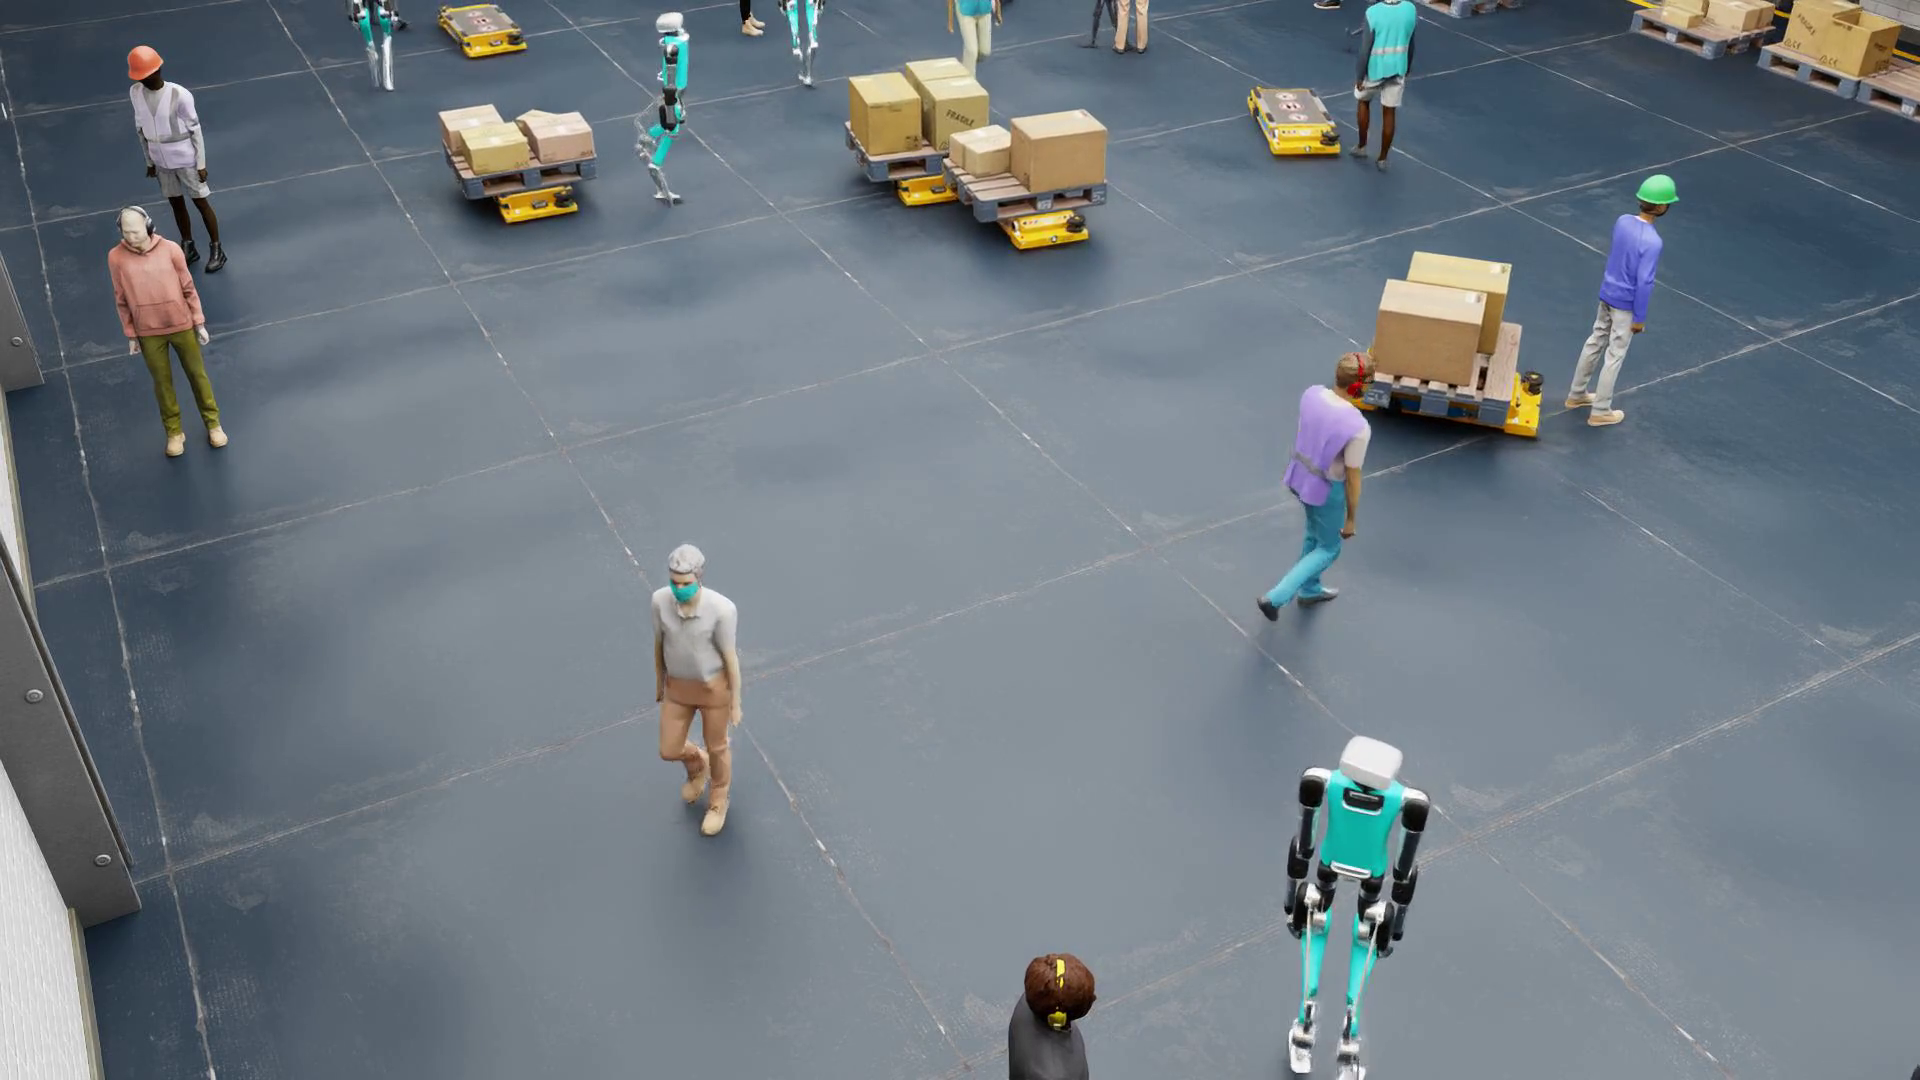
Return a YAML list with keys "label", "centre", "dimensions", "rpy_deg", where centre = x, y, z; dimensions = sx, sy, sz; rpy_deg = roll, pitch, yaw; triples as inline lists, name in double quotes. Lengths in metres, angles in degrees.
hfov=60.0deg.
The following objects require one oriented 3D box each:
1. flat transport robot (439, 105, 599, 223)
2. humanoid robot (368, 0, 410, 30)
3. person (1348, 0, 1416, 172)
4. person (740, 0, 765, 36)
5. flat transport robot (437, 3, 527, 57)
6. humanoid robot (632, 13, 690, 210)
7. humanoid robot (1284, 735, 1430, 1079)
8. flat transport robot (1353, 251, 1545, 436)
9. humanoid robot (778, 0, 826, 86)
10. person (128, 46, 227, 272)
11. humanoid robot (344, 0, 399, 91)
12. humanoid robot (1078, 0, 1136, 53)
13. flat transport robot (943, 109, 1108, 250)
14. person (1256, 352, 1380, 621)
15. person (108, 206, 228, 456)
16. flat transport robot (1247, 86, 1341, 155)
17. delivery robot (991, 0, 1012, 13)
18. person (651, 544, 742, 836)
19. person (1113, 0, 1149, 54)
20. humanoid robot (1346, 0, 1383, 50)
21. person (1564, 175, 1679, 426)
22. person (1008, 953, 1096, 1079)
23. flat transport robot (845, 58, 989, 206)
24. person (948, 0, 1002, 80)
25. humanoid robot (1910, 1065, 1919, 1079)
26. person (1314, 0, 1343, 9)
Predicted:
- label: "flat transport robot"
  centre: [-4.060, -3.338, 15.482]
  dimensions: [0.659, 0.231, 1.431]
  rpy_deg: [-15, 38, -20]
- label: "humanoid robot"
  centre: [-6.750, -6.668, 19.059]
  dimensions: [0.701, 1.649, 0.611]
  rpy_deg: [5, 35, 7]
- label: "person"
  centre: [3.981, -4.469, 15.668]
  dimensions: [0.588, 1.912, 0.695]
  rpy_deg: [-1, 35, -2]
- label: "person"
  centre: [-2.408, -6.631, 18.934]
  dimensions: [0.317, 1.698, 0.539]
  rpy_deg: [0, 35, 0]
- label: "flat transport robot"
  centre: [-5.505, -5.869, 19.095]
  dimensions: [0.659, 0.231, 1.431]
  rpy_deg: [-17, 39, -23]
- label: "humanoid robot"
  centre: [-2.726, -3.773, 14.900]
  dimensions: [0.754, 1.868, 0.533]
  rpy_deg: [1, 35, 2]
- label: "humanoid robot"
  centre: [1.579, 1.692, 6.983]
  dimensions: [0.543, 1.740, 0.750]
  rpy_deg: [12, 37, 16]
- label: "flat transport robot"
  centre: [3.549, -1.111, 12.302]
  dimensions: [1.431, 0.231, 0.659]
  rpy_deg: [11, 37, 15]
- label: "humanoid robot"
  centre: [-1.675, -5.587, 17.415]
  dimensions: [0.530, 1.778, 0.811]
  rpy_deg: [0, 35, 0]
- label: "person"
  centre: [-6.501, -3.140, 13.756]
  dimensions: [0.542, 1.928, 0.369]
  rpy_deg: [5, 35, 7]
- label: "humanoid robot"
  centre: [-6.118, -5.499, 17.372]
  dimensions: [0.541, 1.867, 0.740]
  rpy_deg: [-10, 36, -13]
- label: "humanoid robot"
  centre: [1.650, -6.221, 18.414]
  dimensions: [0.662, 1.645, 0.628]
  rpy_deg: [7, 36, 9]
- label: "flat transport robot"
  centre: [0.581, -3.030, 15.042]
  dimensions: [0.659, 0.231, 1.431]
  rpy_deg: [-12, 37, -16]
- label: "person"
  centre: [2.087, -0.266, 9.749]
  dimensions: [0.623, 1.815, 0.603]
  rpy_deg: [-14, 37, -20]
- label: "person"
  centre: [-5.460, -1.454, 11.430]
  dimensions: [0.521, 1.833, 0.368]
  rpy_deg: [-13, 37, -18]
- label: "flat transport robot"
  centre: [3.355, -4.239, 16.768]
  dimensions: [0.659, 0.231, 1.431]
  rpy_deg: [-1, 35, -2]
- label: "delivery robot"
  centre: [0.360, -6.724, 20.051]
  dimensions: [0.499, 0.576, 0.768]
  rpy_deg: [9, 36, 13]
- label: "person"
  centre: [-1.318, 0.759, 8.349]
  dimensions: [0.489, 1.734, 0.368]
  rpy_deg: [8, 36, 11]
- label: "person"
  centre: [1.913, -6.208, 18.353]
  dimensions: [0.459, 1.675, 0.374]
  rpy_deg: [-2, 35, -3]
- label: "humanoid robot"
  centre: [4.555, -6.094, 18.202]
  dimensions: [0.642, 1.628, 0.616]
  rpy_deg: [22, 41, 28]
- label: "person"
  centre: [4.706, -1.692, 11.749]
  dimensions: [0.378, 1.865, 0.456]
  rpy_deg: [-10, 36, -14]
- label: "person"
  centre: [0.334, 2.207, 6.167]
  dimensions: [0.357, 1.875, 0.493]
  rpy_deg: [-3, 35, -5]
- label: "flat transport robot"
  centre: [-0.385, -3.549, 15.783]
  dimensions: [0.659, 0.231, 1.431]
  rpy_deg: [-10, 36, -14]
- label: "person"
  centre: [0.131, -5.431, 17.121]
  dimensions: [0.608, 1.814, 0.569]
  rpy_deg: [-18, 39, -23]
- label: "humanoid robot"
  centre: [3.919, 2.154, 6.410]
  dimensions: [0.591, 1.648, 0.392]
  rpy_deg: [4, 35, 6]
- label: "person"
  centre: [4.455, -7.321, 19.710]
  dimensions: [0.393, 1.954, 0.616]
  rpy_deg: [10, 36, 13]
